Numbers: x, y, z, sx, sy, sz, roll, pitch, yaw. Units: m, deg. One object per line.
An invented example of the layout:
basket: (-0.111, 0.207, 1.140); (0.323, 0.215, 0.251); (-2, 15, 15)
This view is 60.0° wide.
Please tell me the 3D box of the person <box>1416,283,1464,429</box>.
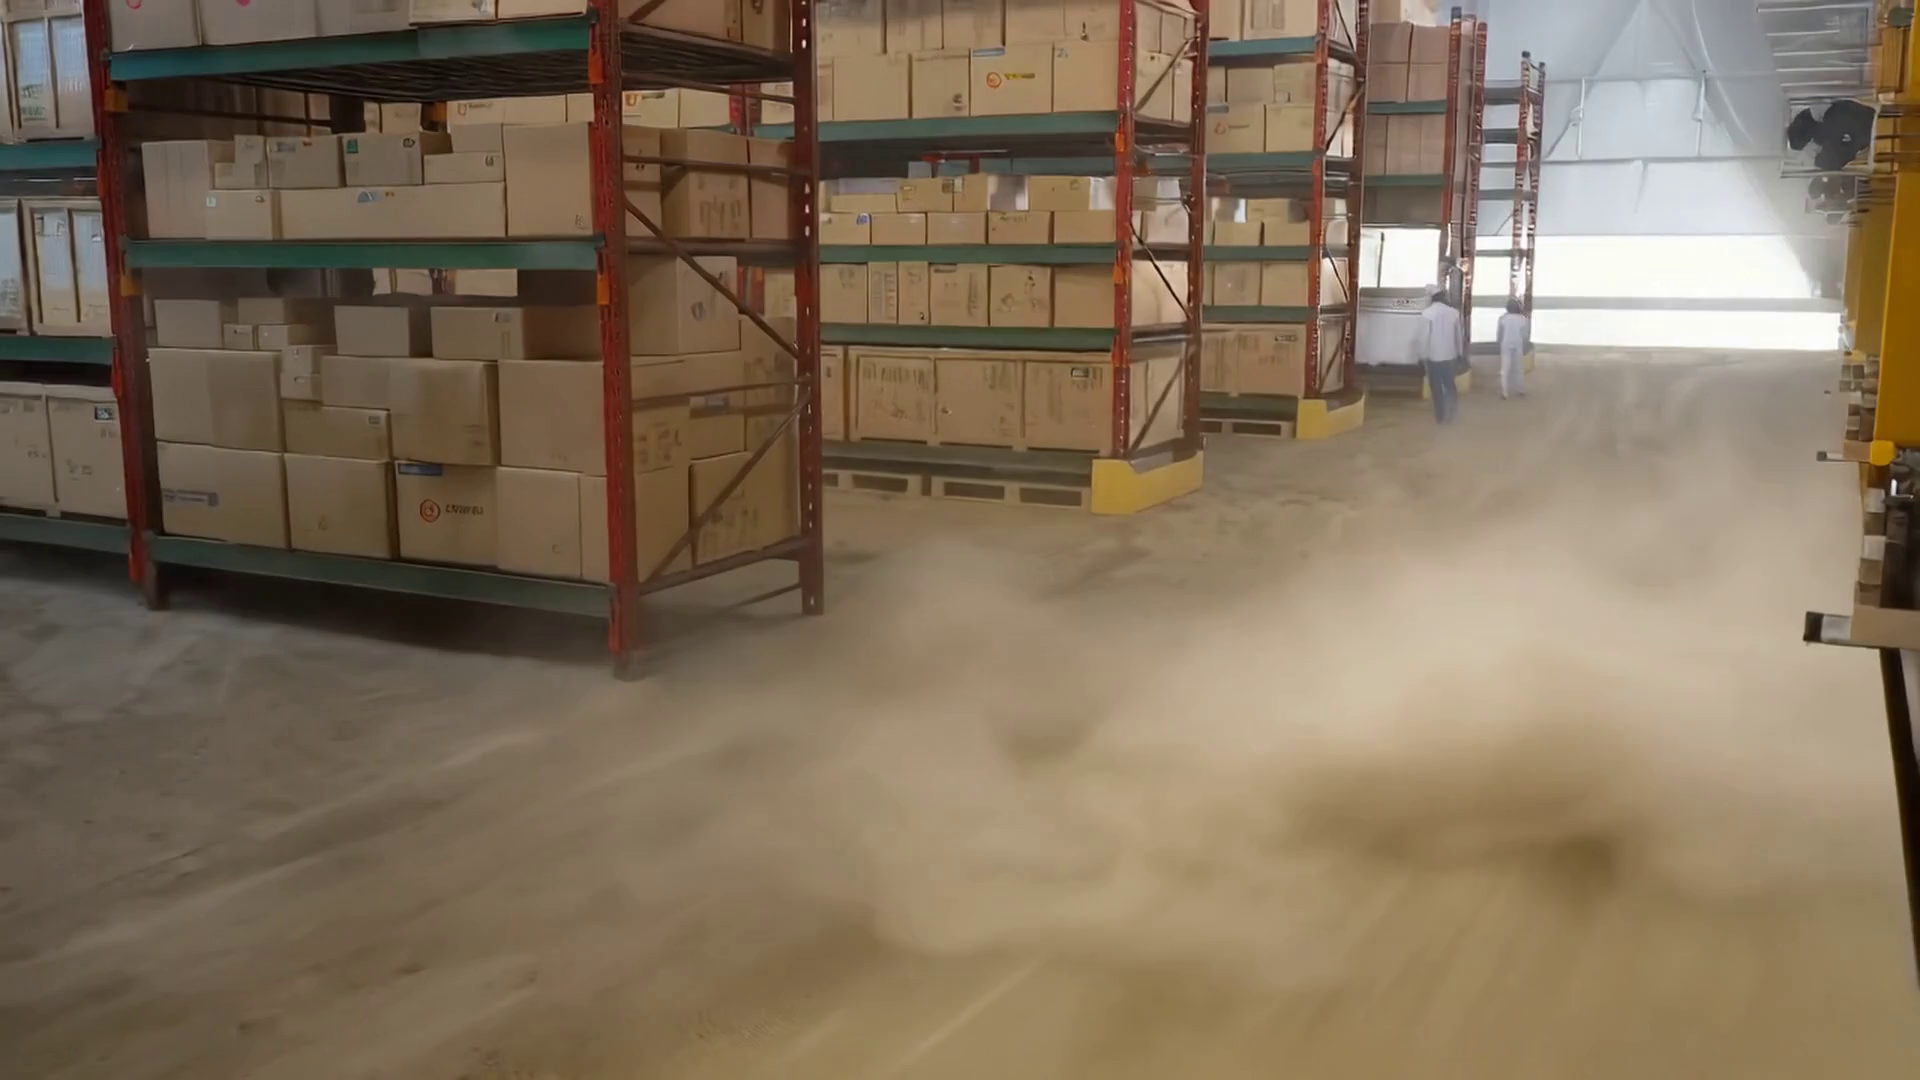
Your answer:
person: (6.327, -2.406, 21.892); (0.655, 1.942, 0.606); (-2, 10, -9)

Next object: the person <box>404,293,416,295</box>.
person: (-5.610, -1.590, 17.224); (0.409, 1.922, 0.556); (5, 11, 26)

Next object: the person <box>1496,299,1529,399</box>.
person: (8.880, -3.067, 26.695); (0.534, 1.587, 0.863); (7, 12, 35)
